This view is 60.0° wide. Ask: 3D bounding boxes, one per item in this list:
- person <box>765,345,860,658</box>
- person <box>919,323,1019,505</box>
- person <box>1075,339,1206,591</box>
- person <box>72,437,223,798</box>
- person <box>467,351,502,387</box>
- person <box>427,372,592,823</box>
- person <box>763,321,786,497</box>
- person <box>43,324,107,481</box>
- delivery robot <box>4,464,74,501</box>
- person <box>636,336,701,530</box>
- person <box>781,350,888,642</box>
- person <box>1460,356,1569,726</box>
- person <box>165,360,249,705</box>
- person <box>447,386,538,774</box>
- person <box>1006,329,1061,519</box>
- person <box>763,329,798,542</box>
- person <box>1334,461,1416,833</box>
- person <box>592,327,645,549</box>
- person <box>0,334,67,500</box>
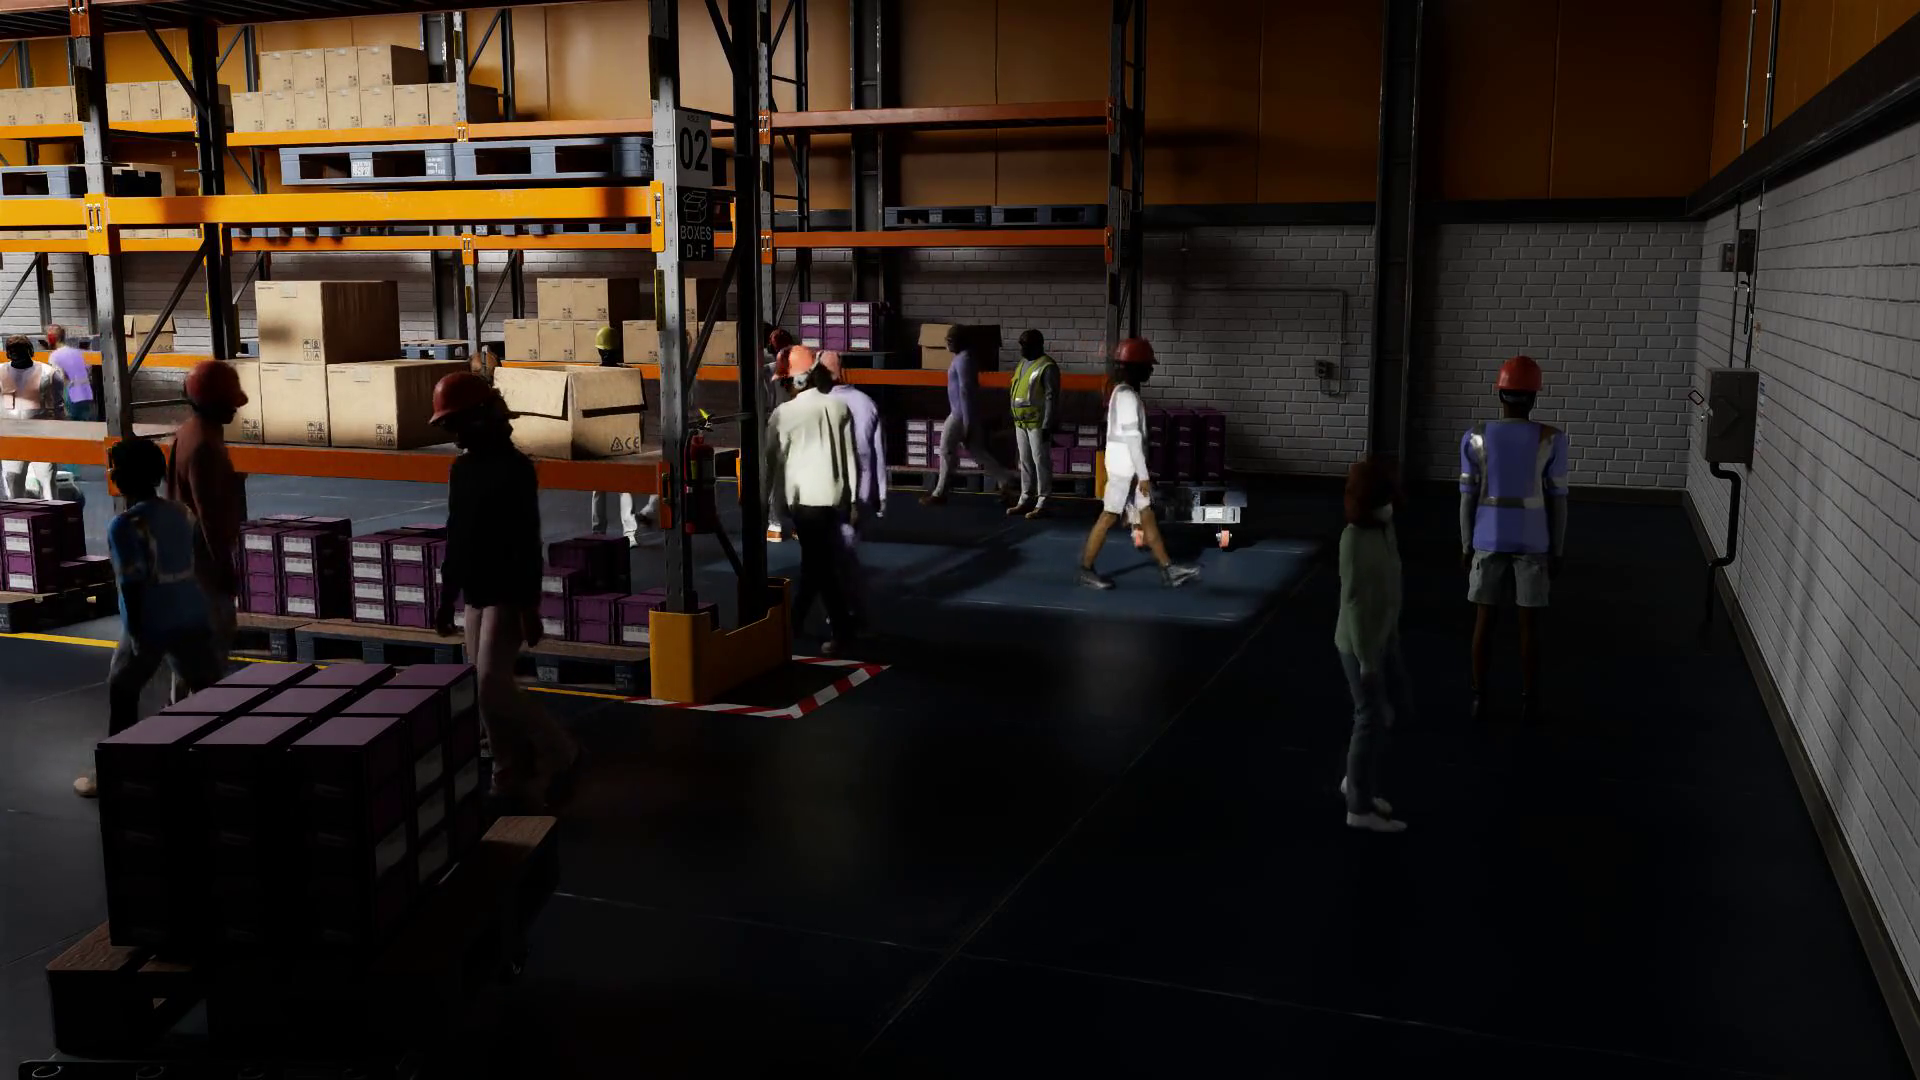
[{"bbox_3d":[-0.951,-0.255,10.454,1.031,1.923,0.619,8,12,40],"label":"person"},{"bbox_3d":[0.101,-1.263,16.901,0.981,1.885,0.639,1,9,7],"label":"person"},{"bbox_3d":[1.325,-0.539,12.321,0.997,1.879,0.573,1,9,7],"label":"person"},{"bbox_3d":[-3.539,0.360,7.433,0.898,1.646,0.536,2,9,13],"label":"person"},{"bbox_3d":[-3.235,-0.382,11.512,0.429,1.837,0.629,-2,9,-12],"label":"person"},{"bbox_3d":[-1.996,0.248,7.210,0.474,1.947,0.652,-8,12,-41],"label":"person"},{"bbox_3d":[-2.047,-1.376,17.630,0.518,1.874,0.330,-4,10,-21],"label":"person"},{"bbox_3d":[-10.046,-1.563,18.998,0.712,1.809,0.598,1,9,6],"label":"person"},{"bbox_3d":[-9.106,-0.577,16.437,0.707,0.478,0.477,5,10,30],"label":"delivery robot"},{"bbox_3d":[-2.664,-0.967,15.140,0.924,1.840,0.606,-1,9,-3],"label":"person"},{"bbox_3d":[-0.834,-0.286,10.772,0.715,1.875,0.659,7,11,38],"label":"person"},{"bbox_3d":[2.894,0.008,8.730,0.544,1.939,0.354,4,10,23],"label":"person"},{"bbox_3d":[-3.842,0.051,8.460,0.430,1.939,0.821,-6,11,-33],"label":"person"},{"bbox_3d":[-2.217,0.189,7.911,0.404,1.837,0.589,-2,9,-14],"label":"person"},{"bbox_3d":[0.703,-1.124,16.164,0.430,1.838,0.619,-5,10,-29],"label":"person"},{"bbox_3d":[-1.568,-0.920,14.732,0.574,1.883,0.355,-5,10,-28],"label":"person"},{"bbox_3d":[1.732,0.458,6.974,0.320,1.600,0.580,6,11,32],"label":"person"},{"bbox_3d":[-2.991,-0.866,14.298,0.581,1.919,0.393,-3,10,-20],"label":"person"},{"bbox_3d":[-8.275,-0.904,14.760,0.635,1.842,0.429,-3,10,-20],"label":"person"}]
